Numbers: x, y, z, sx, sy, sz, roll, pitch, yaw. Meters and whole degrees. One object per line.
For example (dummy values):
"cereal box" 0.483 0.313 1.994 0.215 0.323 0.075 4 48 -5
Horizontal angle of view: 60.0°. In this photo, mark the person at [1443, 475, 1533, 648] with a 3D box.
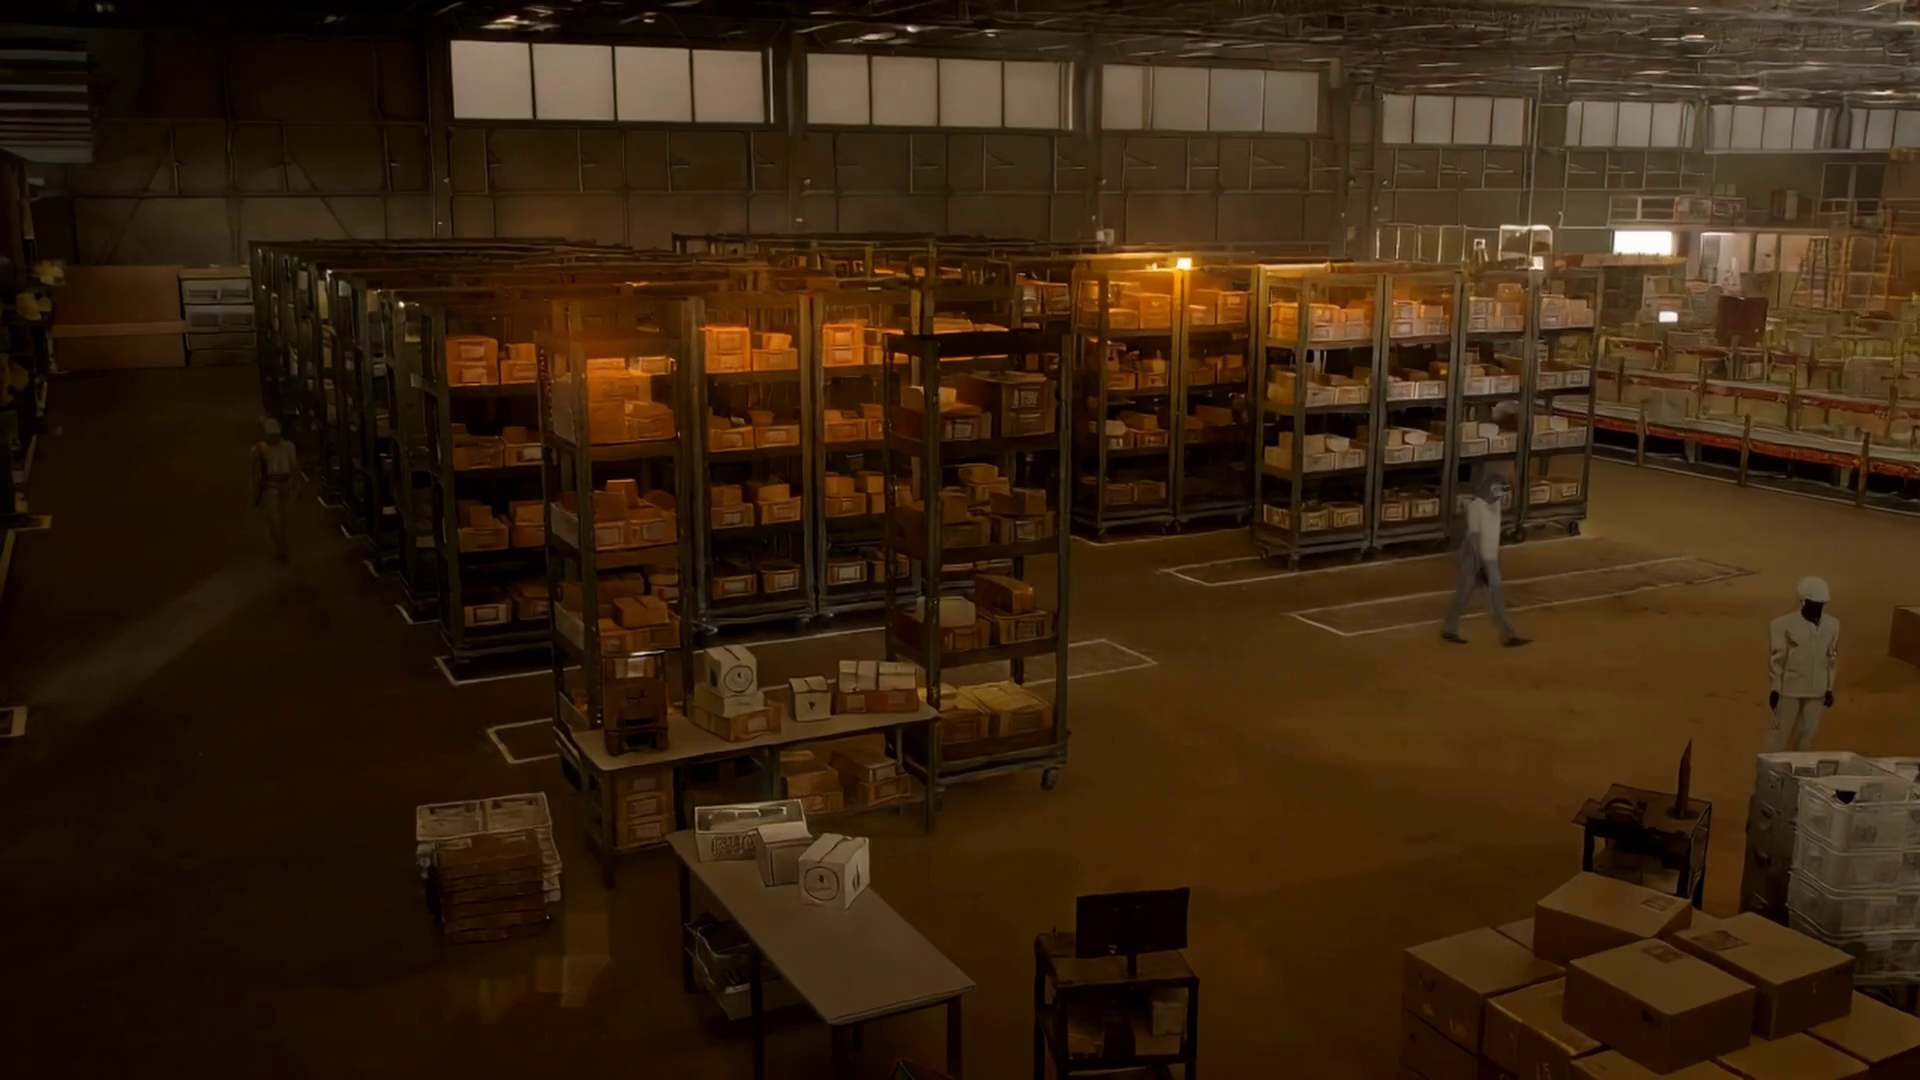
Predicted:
"person" 5.397 0.228 16.977 0.567 1.795 0.964 -11 16 -43

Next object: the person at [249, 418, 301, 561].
"person" -8.734 -0.678 21.221 0.599 1.808 0.812 -10 15 -38

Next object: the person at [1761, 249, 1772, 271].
"person" 35.190 -11.739 72.669 0.384 1.922 0.593 5 13 21

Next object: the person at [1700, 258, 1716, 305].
"person" 29.496 -10.200 65.651 0.581 1.859 0.841 8 15 34

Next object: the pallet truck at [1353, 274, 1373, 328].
"pallet truck" 13.011 -8.050 55.243 0.823 1.965 1.885 -7 14 -28

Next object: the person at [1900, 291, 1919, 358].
"person" 25.594 -5.754 44.800 0.518 1.874 0.329 9 15 35

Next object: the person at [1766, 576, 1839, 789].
"person" 6.521 1.131 12.873 0.571 1.751 0.329 -2 12 -10

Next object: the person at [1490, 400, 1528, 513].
"person" 8.019 -1.371 24.304 0.635 1.870 0.960 -7 14 -30
